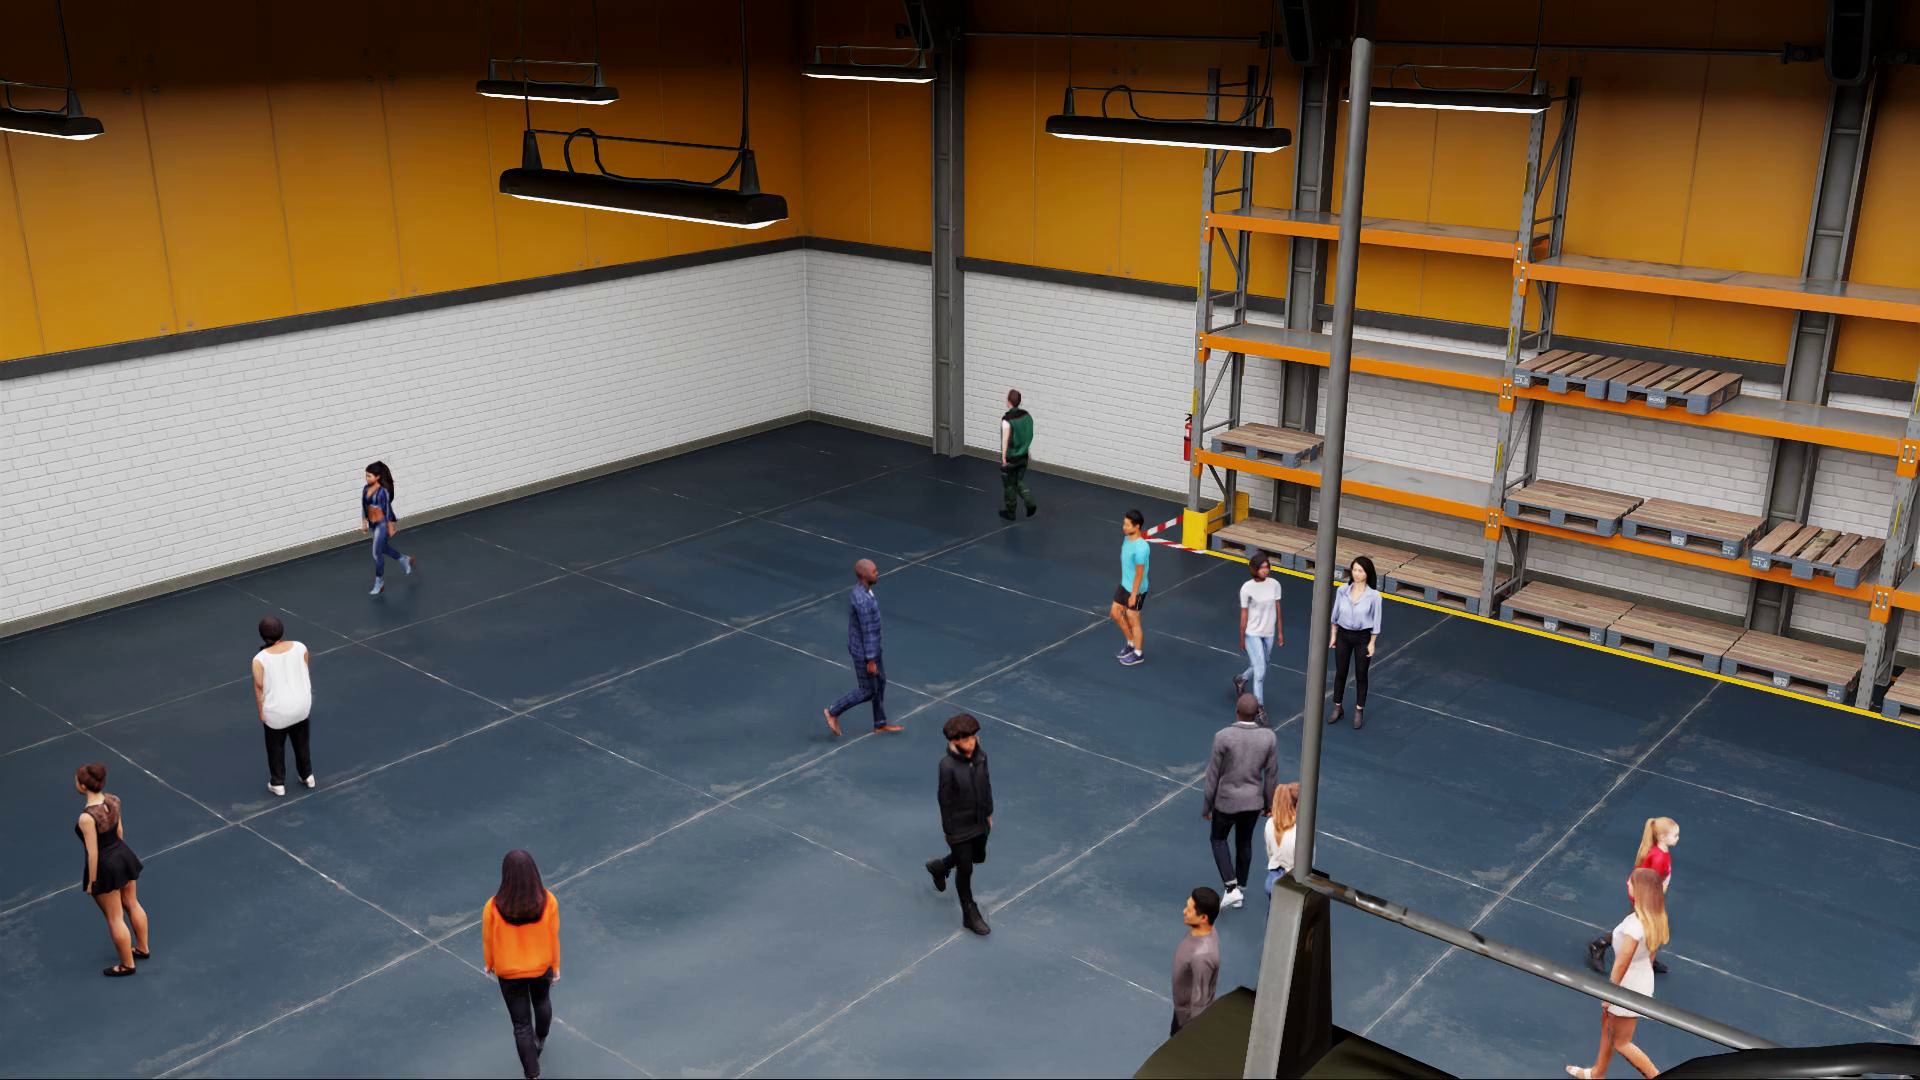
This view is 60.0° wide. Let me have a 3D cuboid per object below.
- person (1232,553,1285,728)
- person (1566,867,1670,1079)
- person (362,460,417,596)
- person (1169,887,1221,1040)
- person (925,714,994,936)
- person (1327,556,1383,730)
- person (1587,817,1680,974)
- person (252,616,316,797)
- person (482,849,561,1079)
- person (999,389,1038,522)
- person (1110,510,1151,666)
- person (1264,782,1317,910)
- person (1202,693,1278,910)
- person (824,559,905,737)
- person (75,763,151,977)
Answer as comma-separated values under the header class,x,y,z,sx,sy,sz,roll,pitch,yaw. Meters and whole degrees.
class,x,y,z,sx,sy,sz,roll,pitch,yaw
person,2.931,0.935,16.481,0.914,1.694,1.147,-8,20,-23
person,4.359,2.907,10.655,1.007,1.675,0.602,17,25,41
person,-6.900,-0.174,19.934,0.956,1.593,0.744,11,22,30
person,1.535,2.969,10.351,0.950,1.752,1.074,13,22,33
person,-0.001,2.133,12.824,0.687,1.758,1.046,-17,25,-41
person,3.859,0.989,16.246,0.538,1.743,0.738,11,22,30
person,4.977,2.602,12.216,0.838,1.257,0.605,10,21,28
person,-6.055,1.463,14.927,0.681,1.685,0.655,-16,25,-40
person,-2.794,2.844,10.765,0.859,1.724,1.042,-10,21,-27
person,0.794,-1.118,22.361,0.744,1.832,0.915,-15,24,-37
person,1.931,0.512,17.635,0.814,1.761,0.717,-4,19,-13
person,2.296,2.507,11.767,0.749,1.724,0.612,-10,21,-27
person,2.177,2.081,12.902,0.929,1.807,0.990,-1,19,-4
person,-0.965,1.059,15.949,1.118,1.799,1.016,0,19,0
person,-6.230,2.395,12.177,0.715,1.674,0.679,2,19,7
